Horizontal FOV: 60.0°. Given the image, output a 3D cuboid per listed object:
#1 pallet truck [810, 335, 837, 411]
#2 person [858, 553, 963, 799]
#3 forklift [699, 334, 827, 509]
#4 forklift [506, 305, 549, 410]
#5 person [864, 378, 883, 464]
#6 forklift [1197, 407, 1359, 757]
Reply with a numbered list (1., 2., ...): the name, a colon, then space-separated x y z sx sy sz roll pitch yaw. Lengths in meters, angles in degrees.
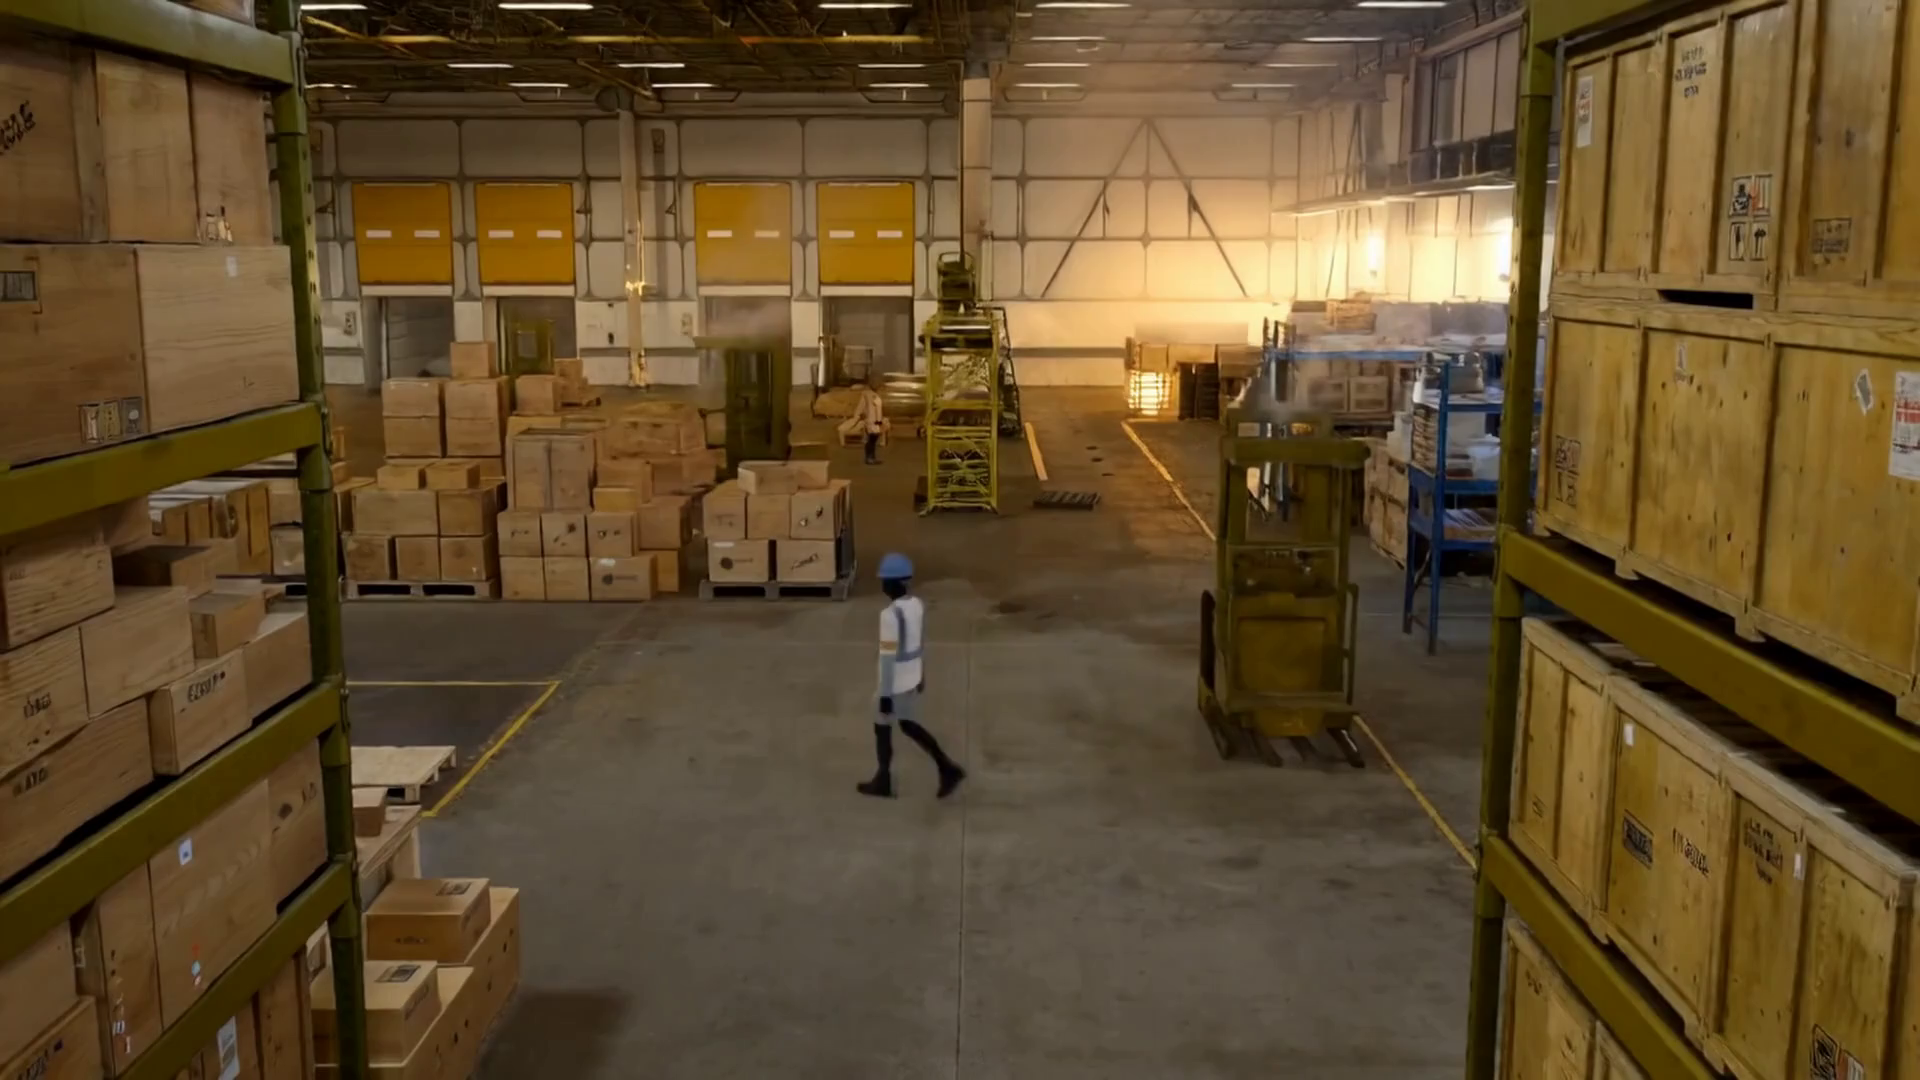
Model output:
1. pallet truck: -3.021 -4.312 43.126 1.885 1.965 0.823 3 10 17
2. person: -0.395 1.044 12.486 0.792 1.913 0.549 6 11 30
3. forklift: -3.126 -1.901 26.671 1.129 2.768 1.873 9 13 41
4. forklift: -10.735 -4.452 41.385 1.129 2.768 1.873 0 10 1
5. person: -1.705 -2.348 32.689 0.322 1.689 0.530 -4 11 -23
6. forklift: 2.693 0.257 14.220 1.129 2.768 1.873 0 10 1
